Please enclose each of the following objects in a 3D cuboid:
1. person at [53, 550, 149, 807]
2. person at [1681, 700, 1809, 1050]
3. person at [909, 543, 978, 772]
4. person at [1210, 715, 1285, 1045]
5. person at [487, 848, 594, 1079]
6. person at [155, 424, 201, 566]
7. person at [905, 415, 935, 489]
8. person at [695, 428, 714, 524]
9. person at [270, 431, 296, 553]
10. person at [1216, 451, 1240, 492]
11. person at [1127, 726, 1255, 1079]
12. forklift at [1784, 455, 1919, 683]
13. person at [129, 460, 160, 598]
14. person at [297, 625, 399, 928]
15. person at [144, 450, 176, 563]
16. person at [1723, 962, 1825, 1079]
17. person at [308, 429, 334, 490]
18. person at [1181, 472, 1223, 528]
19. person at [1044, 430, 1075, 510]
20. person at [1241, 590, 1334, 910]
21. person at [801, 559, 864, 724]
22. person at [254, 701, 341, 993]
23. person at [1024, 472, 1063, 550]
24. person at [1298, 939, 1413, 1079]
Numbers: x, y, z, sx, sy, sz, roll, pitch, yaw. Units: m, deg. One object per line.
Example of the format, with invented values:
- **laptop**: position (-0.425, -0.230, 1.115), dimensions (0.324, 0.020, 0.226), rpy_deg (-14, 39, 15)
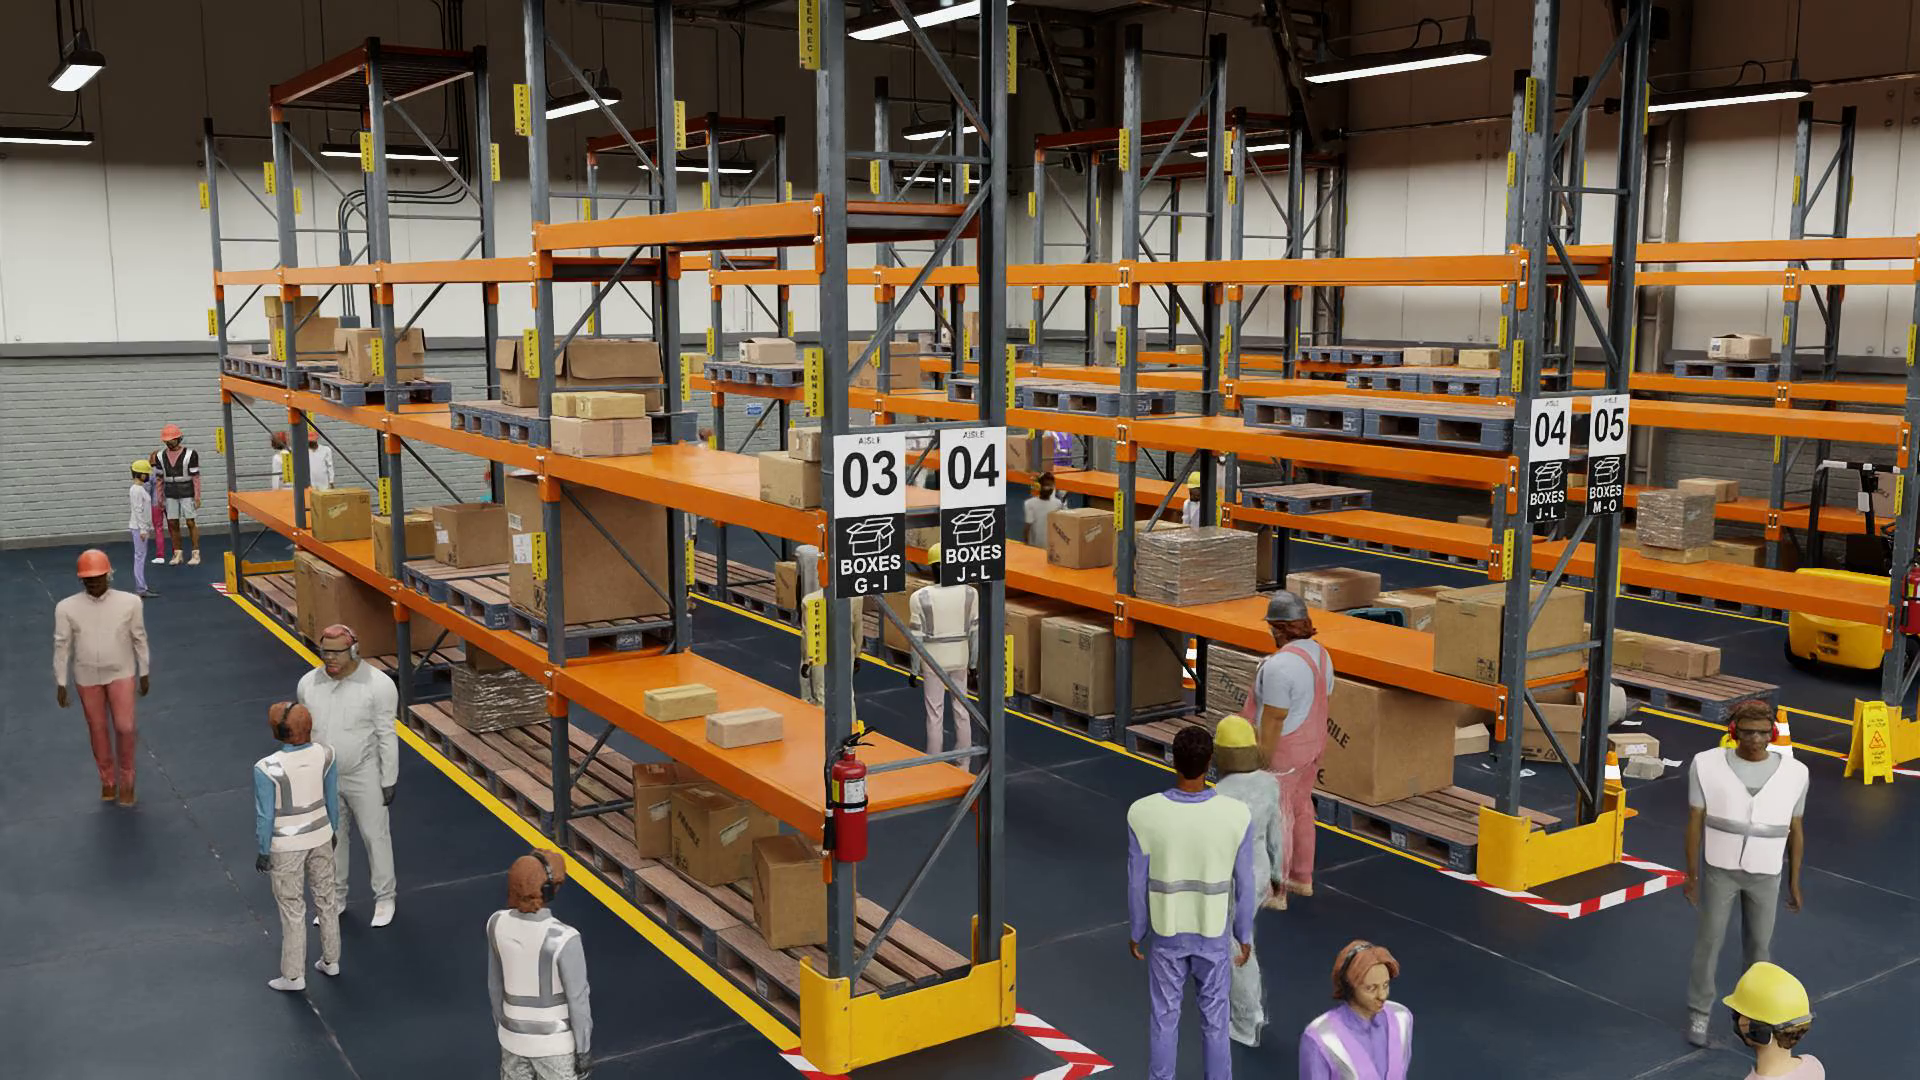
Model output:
- **person**: position (-6.492, 1.054, 12.573), dimensions (0.648, 1.963, 0.756), rpy_deg (-3, 9, -22)
- **person**: position (4.040, 1.713, 8.611), dimensions (0.570, 1.840, 0.373), rpy_deg (2, 9, 15)
- **person**: position (-0.132, 0.978, 13.256), dimensions (0.585, 1.918, 0.379), rpy_deg (-3, 9, -20)
- **person**: position (1.434, 1.760, 8.652), dimensions (0.512, 1.723, 0.408), rpy_deg (-6, 10, -35)
- **person**: position (-1.725, 2.077, 6.859), dimensions (0.515, 1.641, 0.308), rpy_deg (5, 10, 28)
- **person**: position (-11.109, -0.632, 23.624), dimensions (0.620, 2.028, 0.410), rpy_deg (0, 9, -2)
- **person**: position (-0.601, -1.351, 28.943), dimensions (0.595, 1.854, 0.794), rpy_deg (-7, 11, -40)
- **person**: position (-4.276, -1.077, 27.933), dimensions (0.519, 1.623, 0.511), rpy_deg (-7, 11, -39)
- **person**: position (-9.943, -0.705, 24.670), dimensions (0.471, 1.850, 0.628), rpy_deg (1, 9, 9)
- **person**: position (3.867, -0.571, 24.512), dimensions (0.500, 1.633, 0.281), rpy_deg (3, 9, 18)
- **person**: position (1.067, 1.807, 7.733), dimensions (0.593, 1.920, 0.391), rpy_deg (1, 9, 6)
- **forklift**: position (9.643, 0.253, 17.172), dimensions (2.313, 2.155, 1.214), rpy_deg (-6, 10, -33)
- **person**: position (-10.437, -0.146, 21.257), dimensions (0.323, 1.764, 0.523), rpy_deg (-4, 9, -24)
- **person**: position (-3.762, 1.448, 10.215), dimensions (0.642, 1.899, 0.394), rpy_deg (1, 9, 5)
- **person**: position (-11.463, -0.479, 23.903), dimensions (0.286, 1.633, 0.499), rpy_deg (7, 11, 39)
- **person**: position (2.589, 2.232, 5.414), dimensions (0.525, 1.769, 0.310), rpy_deg (-7, 11, -38)
- **person**: position (-10.305, -0.933, 26.584), dimensions (0.574, 1.738, 0.352), rpy_deg (-3, 9, -22)
- **person**: position (2.786, 0.108, 19.385), dimensions (0.404, 1.824, 0.597), rpy_deg (-6, 11, -37)
- **person**: position (1.742, -1.323, 28.834), dimensions (0.636, 1.842, 0.429), rpy_deg (-7, 11, -37)
- **person**: position (2.065, 1.310, 10.640), dimensions (0.535, 2.000, 0.684), rpy_deg (7, 11, 38)
- **person**: position (-1.075, 0.961, 13.897), dimensions (0.571, 1.755, 0.320), rpy_deg (-5, 10, -28)
- **person**: position (-3.702, 1.705, 9.322), dimensions (0.307, 1.645, 0.520), rpy_deg (5, 10, 32)
- **person**: position (0.970, 0.118, 19.296), dimensions (0.511, 1.834, 0.803), rpy_deg (-2, 9, -14)
- **person**: position (1.405, 2.215, 5.947), dimensions (0.521, 1.638, 0.311), rpy_deg (-5, 10, -31)
